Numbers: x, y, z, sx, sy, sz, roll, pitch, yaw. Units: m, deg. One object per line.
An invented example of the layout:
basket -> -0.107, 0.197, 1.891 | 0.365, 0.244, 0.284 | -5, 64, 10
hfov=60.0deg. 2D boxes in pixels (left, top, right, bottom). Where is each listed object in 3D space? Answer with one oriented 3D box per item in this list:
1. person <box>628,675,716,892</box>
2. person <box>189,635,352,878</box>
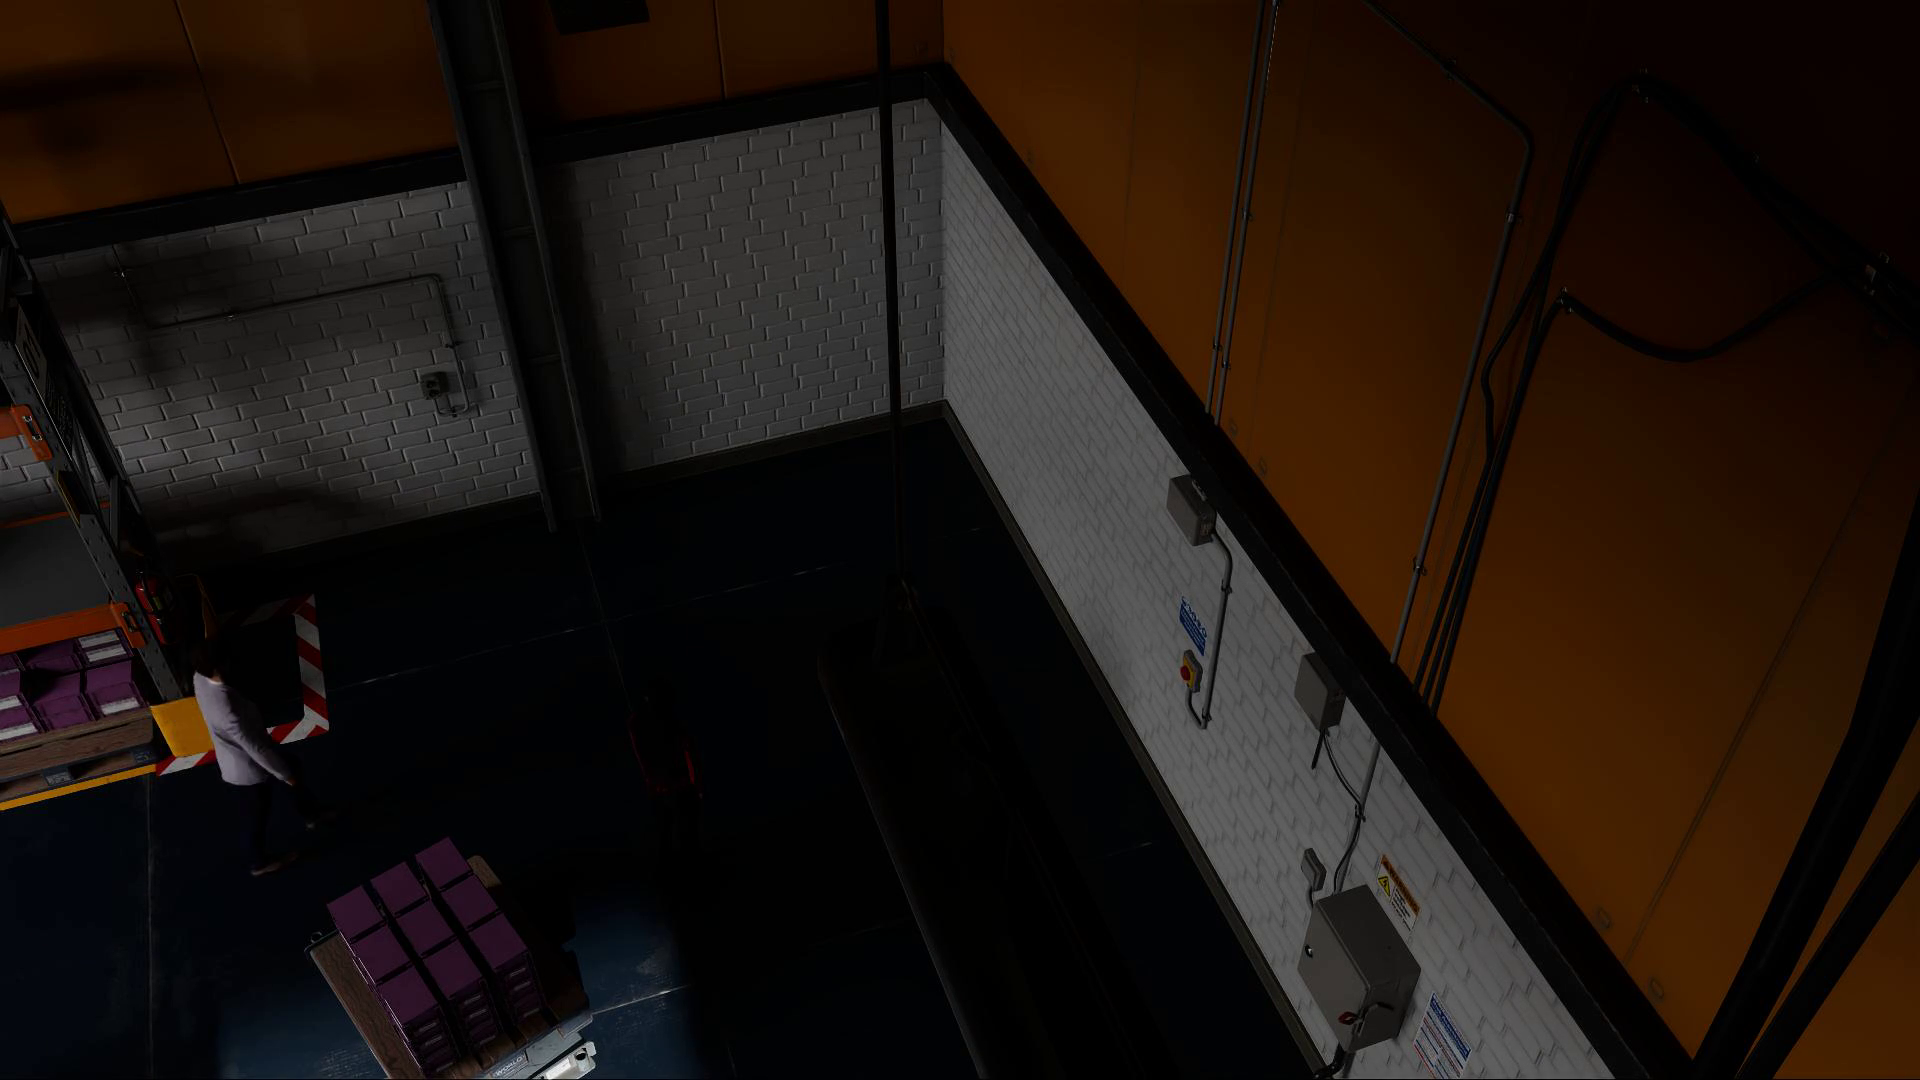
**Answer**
person -> -1.651, 1.410, 9.471 | 0.650, 1.650, 0.714 | 17, 46, 17
person -> -4.147, 1.282, 9.479 | 0.953, 1.825, 0.769 | -21, 47, -21
